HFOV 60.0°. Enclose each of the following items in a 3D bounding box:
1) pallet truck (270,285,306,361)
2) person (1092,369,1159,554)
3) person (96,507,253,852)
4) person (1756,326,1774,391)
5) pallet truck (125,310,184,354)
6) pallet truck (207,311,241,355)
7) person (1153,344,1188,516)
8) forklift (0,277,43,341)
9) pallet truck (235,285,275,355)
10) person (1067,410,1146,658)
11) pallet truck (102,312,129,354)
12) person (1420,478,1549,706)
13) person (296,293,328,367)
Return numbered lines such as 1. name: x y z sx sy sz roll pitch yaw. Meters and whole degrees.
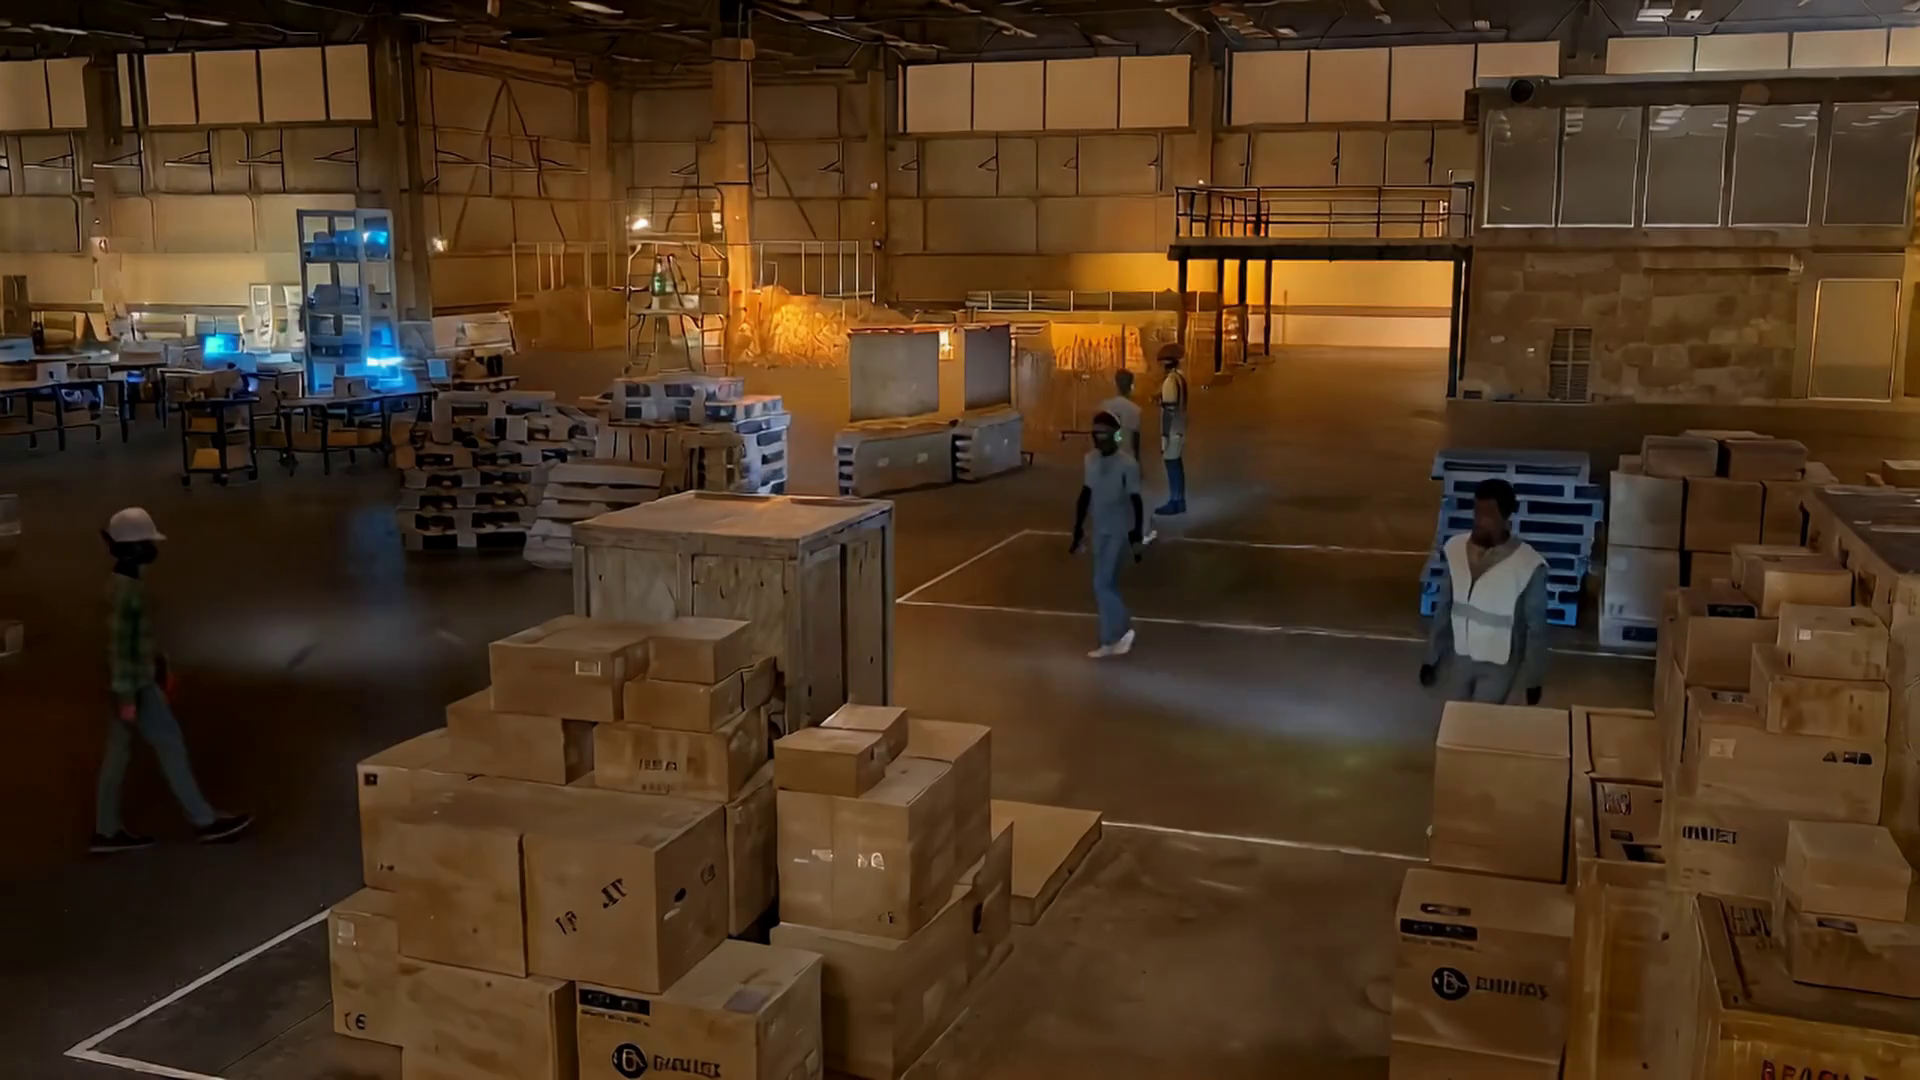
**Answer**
1. pallet truck: -17.147 -5.700 43.663 0.823 1.965 1.885 3 11 17
2. person: 1.601 -0.780 16.490 0.539 1.815 0.987 8 13 36
3. person: -4.004 0.695 8.356 0.800 1.733 0.547 -6 12 -29
4. person: 15.606 -3.468 32.152 0.720 1.609 0.514 -2 10 -12
5. pallet truck: -22.038 -5.665 45.457 0.704 1.261 1.522 3 11 17
6. pallet truck: -19.537 -5.575 44.913 0.653 1.274 1.630 3 11 19
7. person: 2.364 -1.239 18.752 0.397 1.929 0.541 4 11 22
8. forklift: -27.151 -6.329 46.328 1.157 1.987 2.680 3 11 17
9. pallet truck: -18.327 -5.835 44.421 0.823 1.965 1.885 4 11 23
10. person: 1.066 -0.032 12.170 0.401 1.848 0.544 -8 13 -37
11. pallet truck: -23.057 -5.777 46.261 0.680 1.201 1.601 3 11 19
12. person: 2.726 0.604 8.449 0.788 1.898 0.590 -6 12 -31
13. person: -16.202 -5.222 41.422 1.011 1.841 0.652 1 10 3
